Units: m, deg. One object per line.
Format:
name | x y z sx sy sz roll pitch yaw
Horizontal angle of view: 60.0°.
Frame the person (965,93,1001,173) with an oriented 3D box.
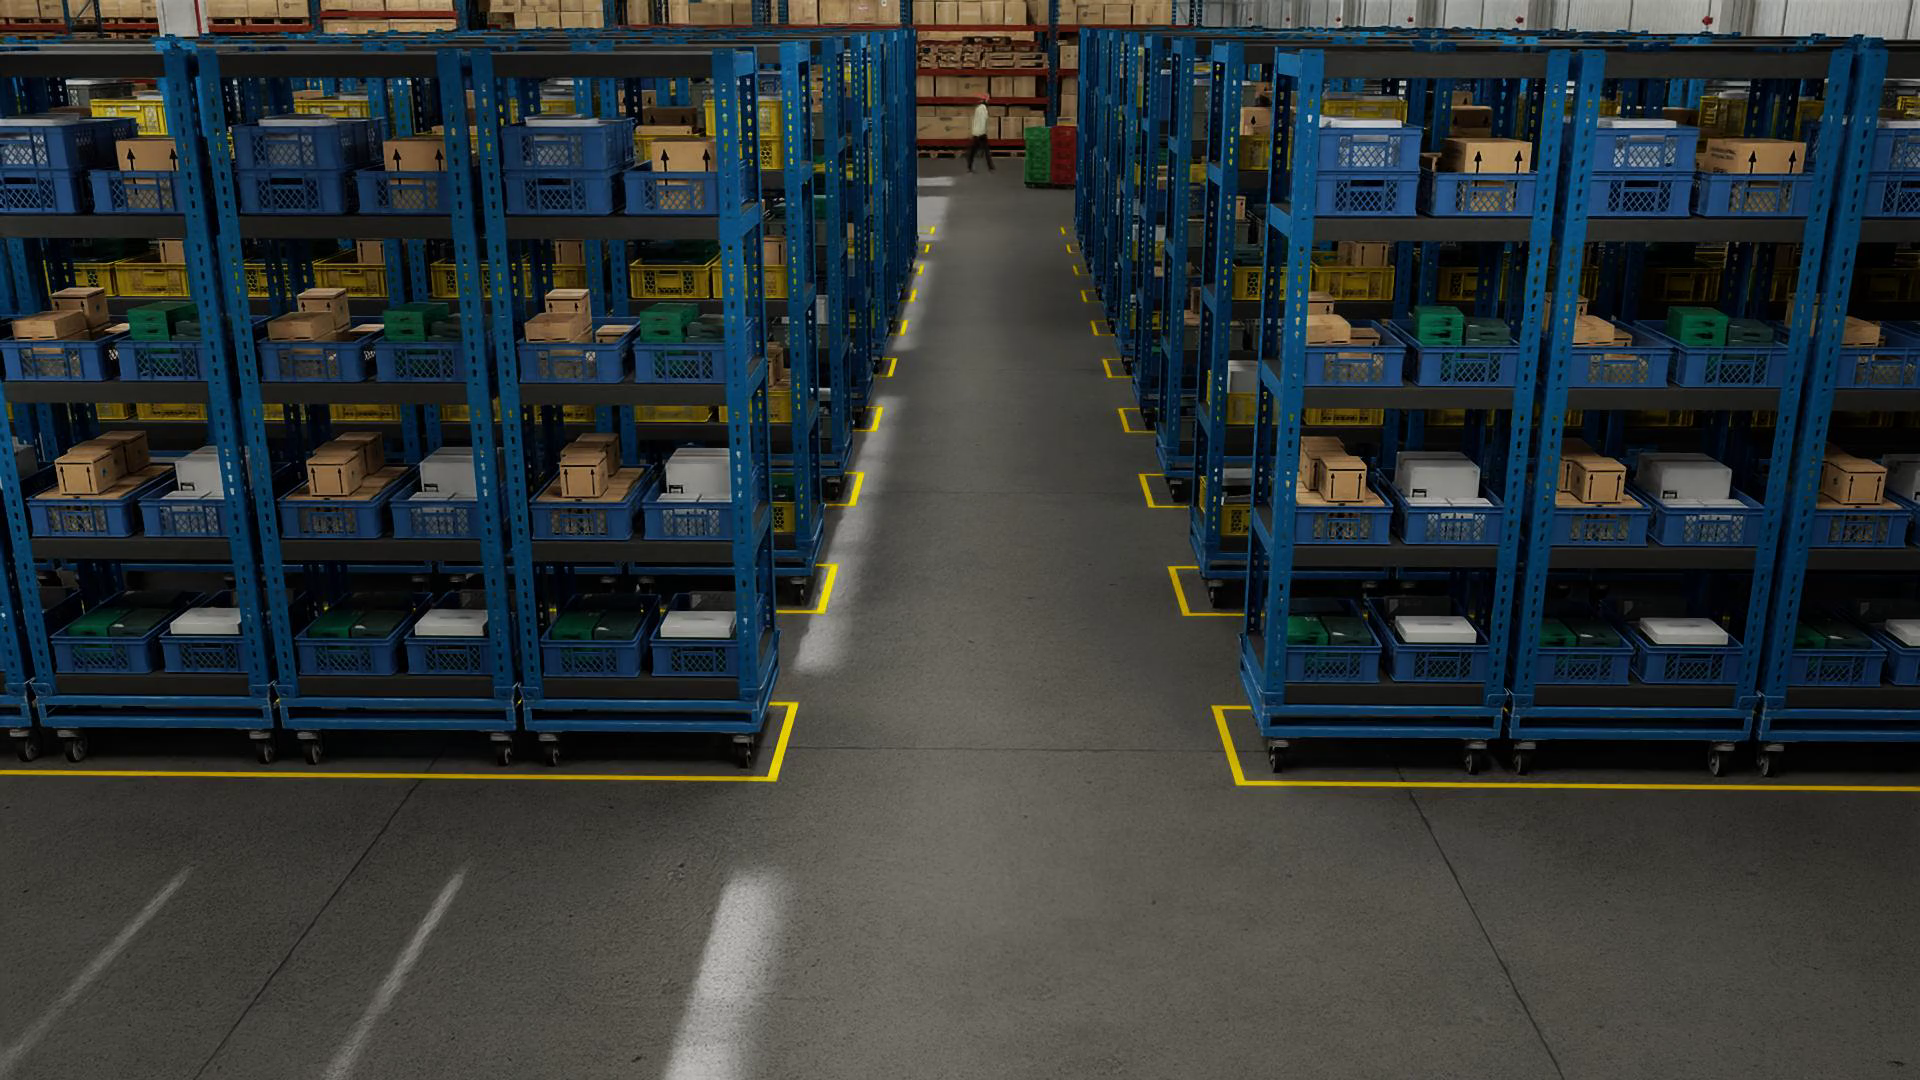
person | 0.584 -10.140 41.493 1.030 1.930 0.632 -9 20 -27
